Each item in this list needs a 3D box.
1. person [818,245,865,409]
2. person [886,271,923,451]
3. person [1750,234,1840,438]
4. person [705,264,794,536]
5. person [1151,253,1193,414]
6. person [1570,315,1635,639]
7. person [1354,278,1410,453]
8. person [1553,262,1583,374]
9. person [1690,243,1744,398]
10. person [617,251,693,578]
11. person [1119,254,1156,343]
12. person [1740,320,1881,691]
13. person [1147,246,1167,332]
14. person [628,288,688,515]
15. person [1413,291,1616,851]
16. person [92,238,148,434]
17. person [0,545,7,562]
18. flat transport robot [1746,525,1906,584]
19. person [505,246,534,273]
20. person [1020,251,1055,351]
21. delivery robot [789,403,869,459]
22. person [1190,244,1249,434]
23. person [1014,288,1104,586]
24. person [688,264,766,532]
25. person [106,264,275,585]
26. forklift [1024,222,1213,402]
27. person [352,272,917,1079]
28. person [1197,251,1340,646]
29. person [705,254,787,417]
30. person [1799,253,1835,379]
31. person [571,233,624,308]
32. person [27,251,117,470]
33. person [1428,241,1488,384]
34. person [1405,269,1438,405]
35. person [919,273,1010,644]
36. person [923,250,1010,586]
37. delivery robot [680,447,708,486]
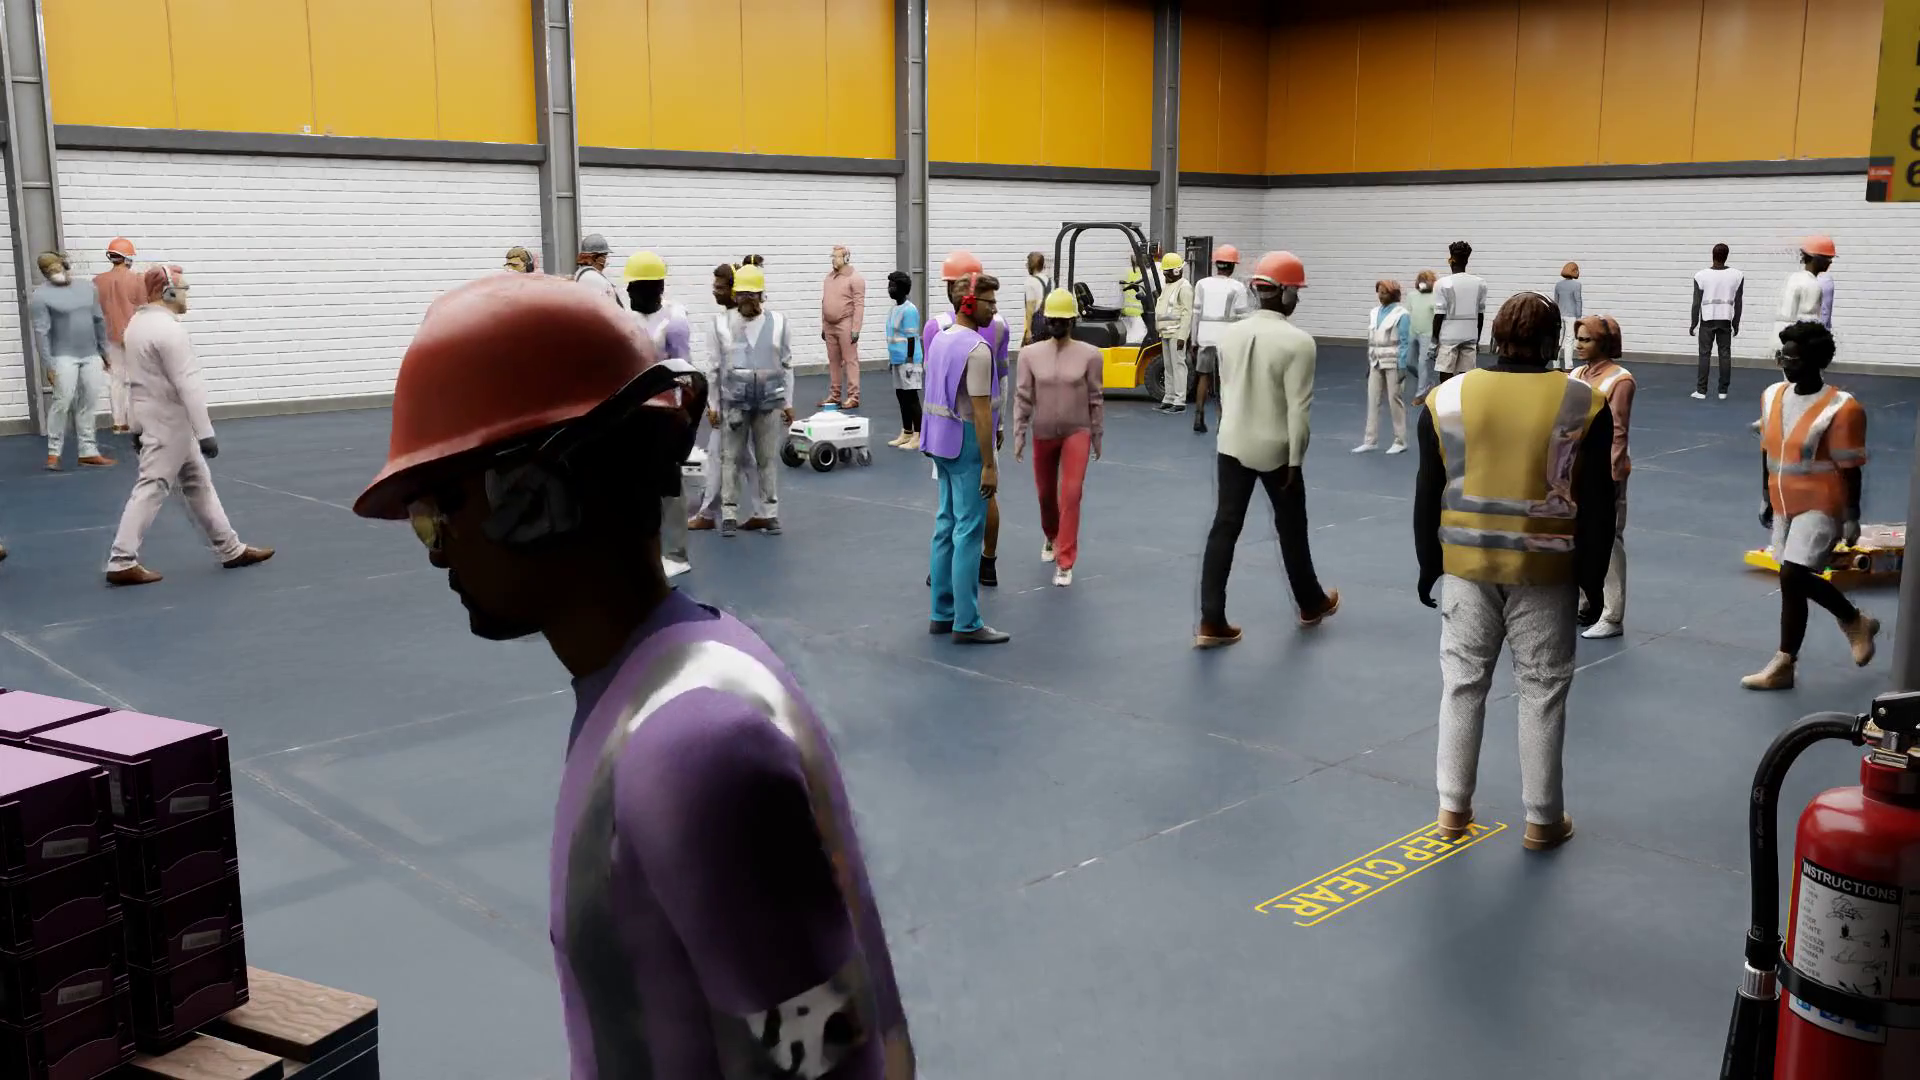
[{"bbox_3d":[-1.406,-2.496,19.512,0.643,1.912,0.410,9,14,42],"label":"person"},{"bbox_3d":[-0.530,-1.691,15.735,0.323,1.691,0.536,-4,11,-22],"label":"person"},{"bbox_3d":[7.733,-1.785,15.304,0.509,2.024,0.662,2,11,10],"label":"person"},{"bbox_3d":[-1.408,-0.933,11.209,0.599,1.827,0.403,-3,11,-15],"label":"person"},{"bbox_3d":[2.422,-2.348,18.945,0.403,1.822,0.589,-3,11,-15],"label":"person"},{"bbox_3d":[3.215,-0.321,8.430,0.317,1.630,0.510,-2,11,-12],"label":"person"},{"bbox_3d":[3.964,-1.611,15.460,0.346,1.645,0.519,-6,12,-28],"label":"person"},{"bbox_3d":[8.909,-3.250,24.372,0.287,1.635,0.499,-5,12,-26],"label":"person"},{"bbox_3d":[9.383,-2.709,20.651,0.589,1.920,0.392,2,11,11],"label":"person"},{"bbox_3d":[-1.823,-0.737,9.873,0.367,1.926,0.594,-10,14,-42],"label":"person"},{"bbox_3d":[2.516,-3.268,24.056,0.866,1.797,0.641,-8,13,-39],"label":"person"},{"bbox_3d":[3.877,-0.158,7.429,0.721,1.659,0.548,-3,11,-14],"label":"person"},{"bbox_3d":[3.011,-3.620,25.712,0.584,1.882,0.346,-4,11,-21],"label":"person"},{"bbox_3d":[-2.126,-1.078,11.971,0.621,1.844,0.560,9,14,41],"label":"person"},{"bbox_3d":[1.831,0.103,5.526,0.633,1.841,0.429,5,12,28],"label":"person"},{"bbox_3d":[-8.480,-2.068,16.943,0.626,1.992,0.387,0,10,3],"label":"person"},{"bbox_3d":[-6.141,-0.662,9.642,0.957,1.869,0.648,-7,12,-32],"label":"person"},{"bbox_3d":[5.554,0.068,10.004,1.431,0.197,0.652,-3,11,-17],"label":"flat transport robot"},{"bbox_3d":[-3.407,-1.334,13.096,0.635,1.937,0.352,3,11,16],"label":"person"},{"bbox_3d":[0.930,-2.501,19.752,0.396,1.829,0.534,10,14,43],"label":"person"},{"bbox_3d":[-1.140,-0.950,14.521,0.707,0.478,0.477,-10,14,-42],"label":"delivery robot"},{"bbox_3d":[2.638,-2.021,16.868,0.596,1.926,0.424,6,12,29],"label":"person"},{"bbox_3d":[0.602,-0.646,9.925,0.523,1.722,0.864,2,11,9],"label":"person"},{"bbox_3d":[-1.596,-0.957,11.359,0.608,1.840,0.612,0,10,3],"label":"person"},{"bbox_3d":[-4.618,-0.679,9.772,0.993,1.850,0.670,-9,14,-40],"label":"person"},{"bbox_3d":[1.935,-2.847,20.651,2.313,2.155,1.214,2,11,13],"label":"forklift"},{"bbox_3d":[-0.236,0.744,1.647,0.647,1.983,0.651,-2,11,-11],"label":"person"},{"bbox_3d":[1.541,-0.460,8.319,0.616,1.937,1.033,10,14,44],"label":"person"},{"bbox_3d":[-2.397,-2.250,18.422,0.947,1.827,0.491,0,10,2],"label":"person"},{"bbox_3d":[8.611,-2.021,16.859,0.373,1.935,0.627,2,11,13],"label":"person"},{"bbox_3d":[-3.502,-1.960,16.230,0.536,2.000,0.672,-6,12,-30],"label":"person"},{"bbox_3d":[-7.726,-1.548,14.426,0.385,1.897,0.701,5,11,23],"label":"person"},{"bbox_3d":[5.029,-2.039,16.866,0.606,1.966,0.367,-3,11,-18],"label":"person"},{"bbox_3d":[5.539,-2.434,19.944,0.494,1.621,0.549,-8,13,-38],"label":"person"},{"bbox_3d":[0.009,-0.403,8.289,0.383,1.837,0.570,-5,11,-24],"label":"person"},{"bbox_3d":[0.018,-0.675,9.507,0.545,1.939,0.354,-6,12,-30],"label":"person"},{"bbox_3d":[-2.125,-0.556,12.372,0.707,0.478,0.477,0,10,-2],"label":"delivery robot"}]
